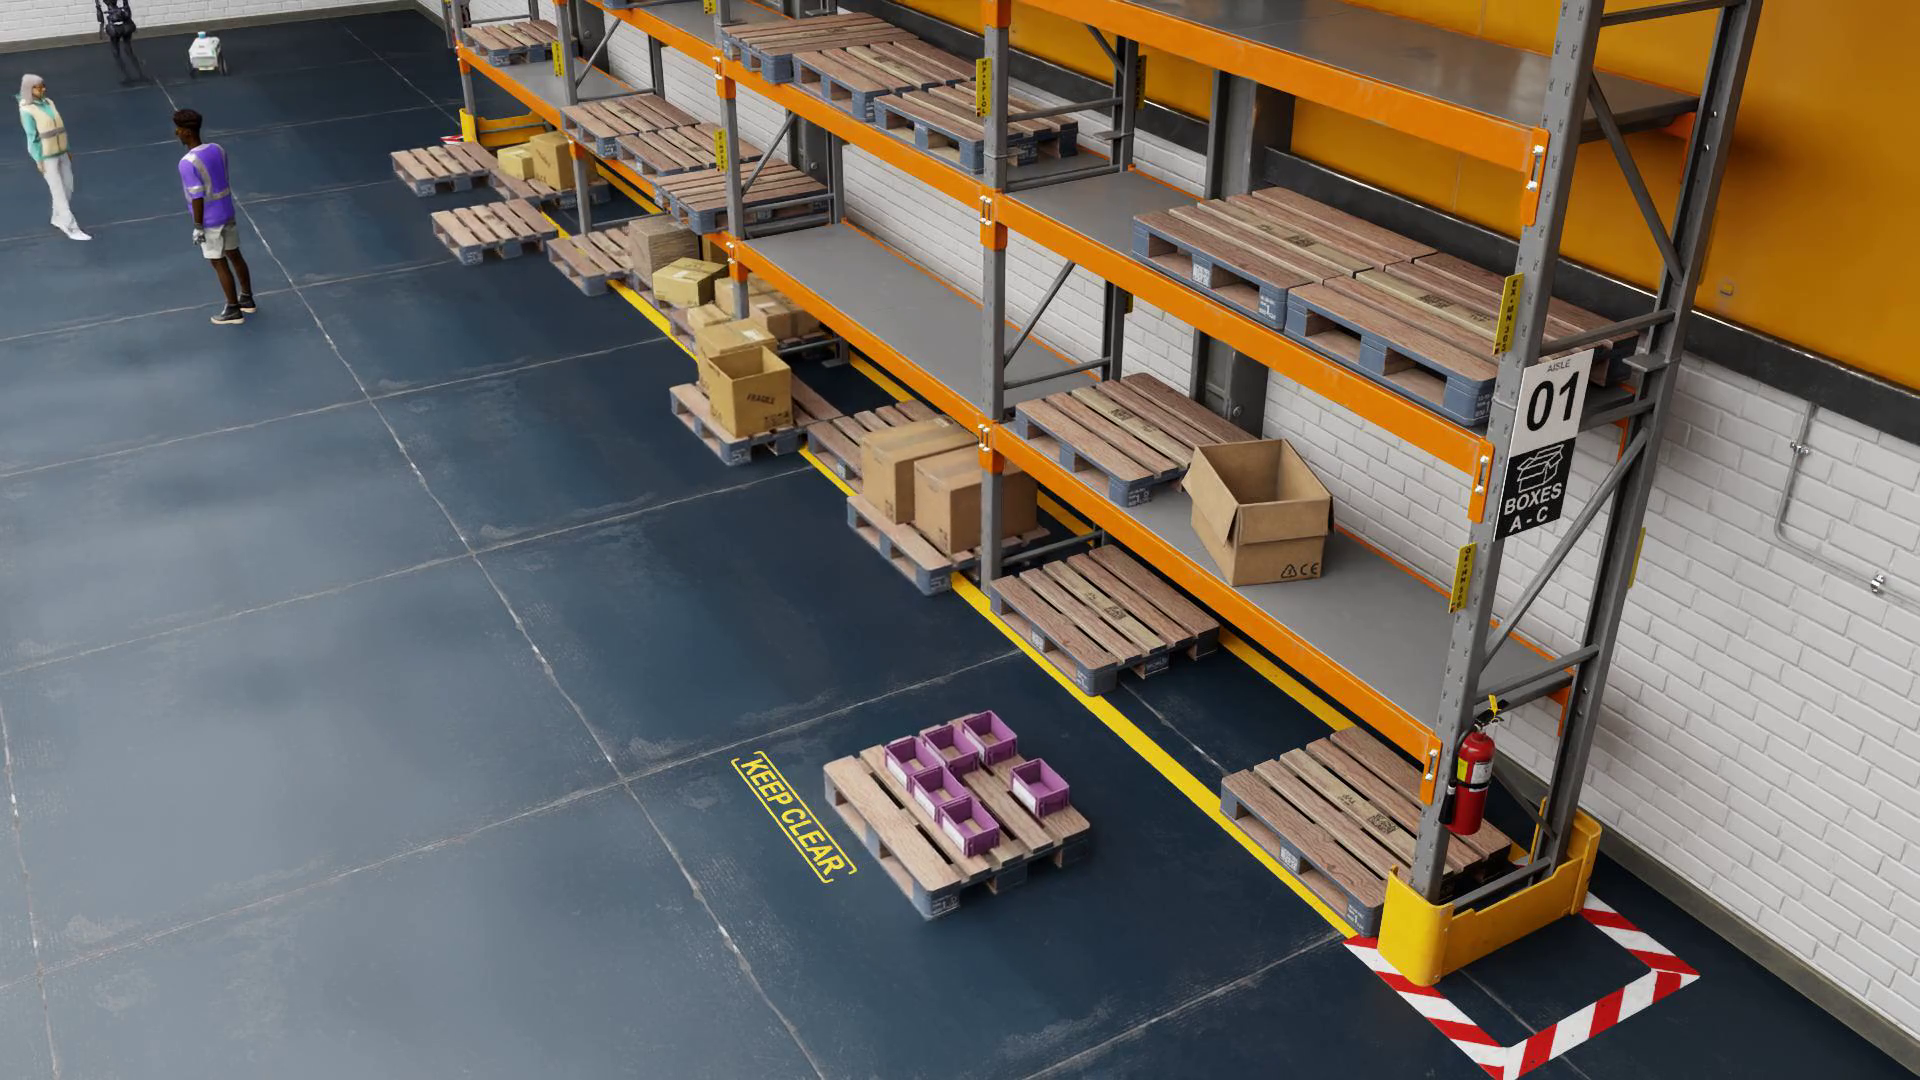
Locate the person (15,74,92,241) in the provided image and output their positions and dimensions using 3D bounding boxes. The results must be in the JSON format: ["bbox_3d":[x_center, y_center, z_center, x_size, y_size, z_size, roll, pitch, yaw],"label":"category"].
[{"bbox_3d":[-9.373,-3.950,17.159,0.573,1.702,0.475,5,30,9],"label":"person"}]

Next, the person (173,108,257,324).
[{"bbox_3d":[-6.780,-2.931,15.086,0.368,1.964,0.607,4,30,8],"label":"person"}]

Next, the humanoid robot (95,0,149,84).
[{"bbox_3d":[-11.497,-7.069,22.687,0.388,1.642,0.608,10,31,16],"label":"humanoid robot"}]

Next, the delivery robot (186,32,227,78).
[{"bbox_3d":[-10.609,-6.826,23.403,0.499,0.606,0.807,-8,30,-13],"label":"delivery robot"}]
